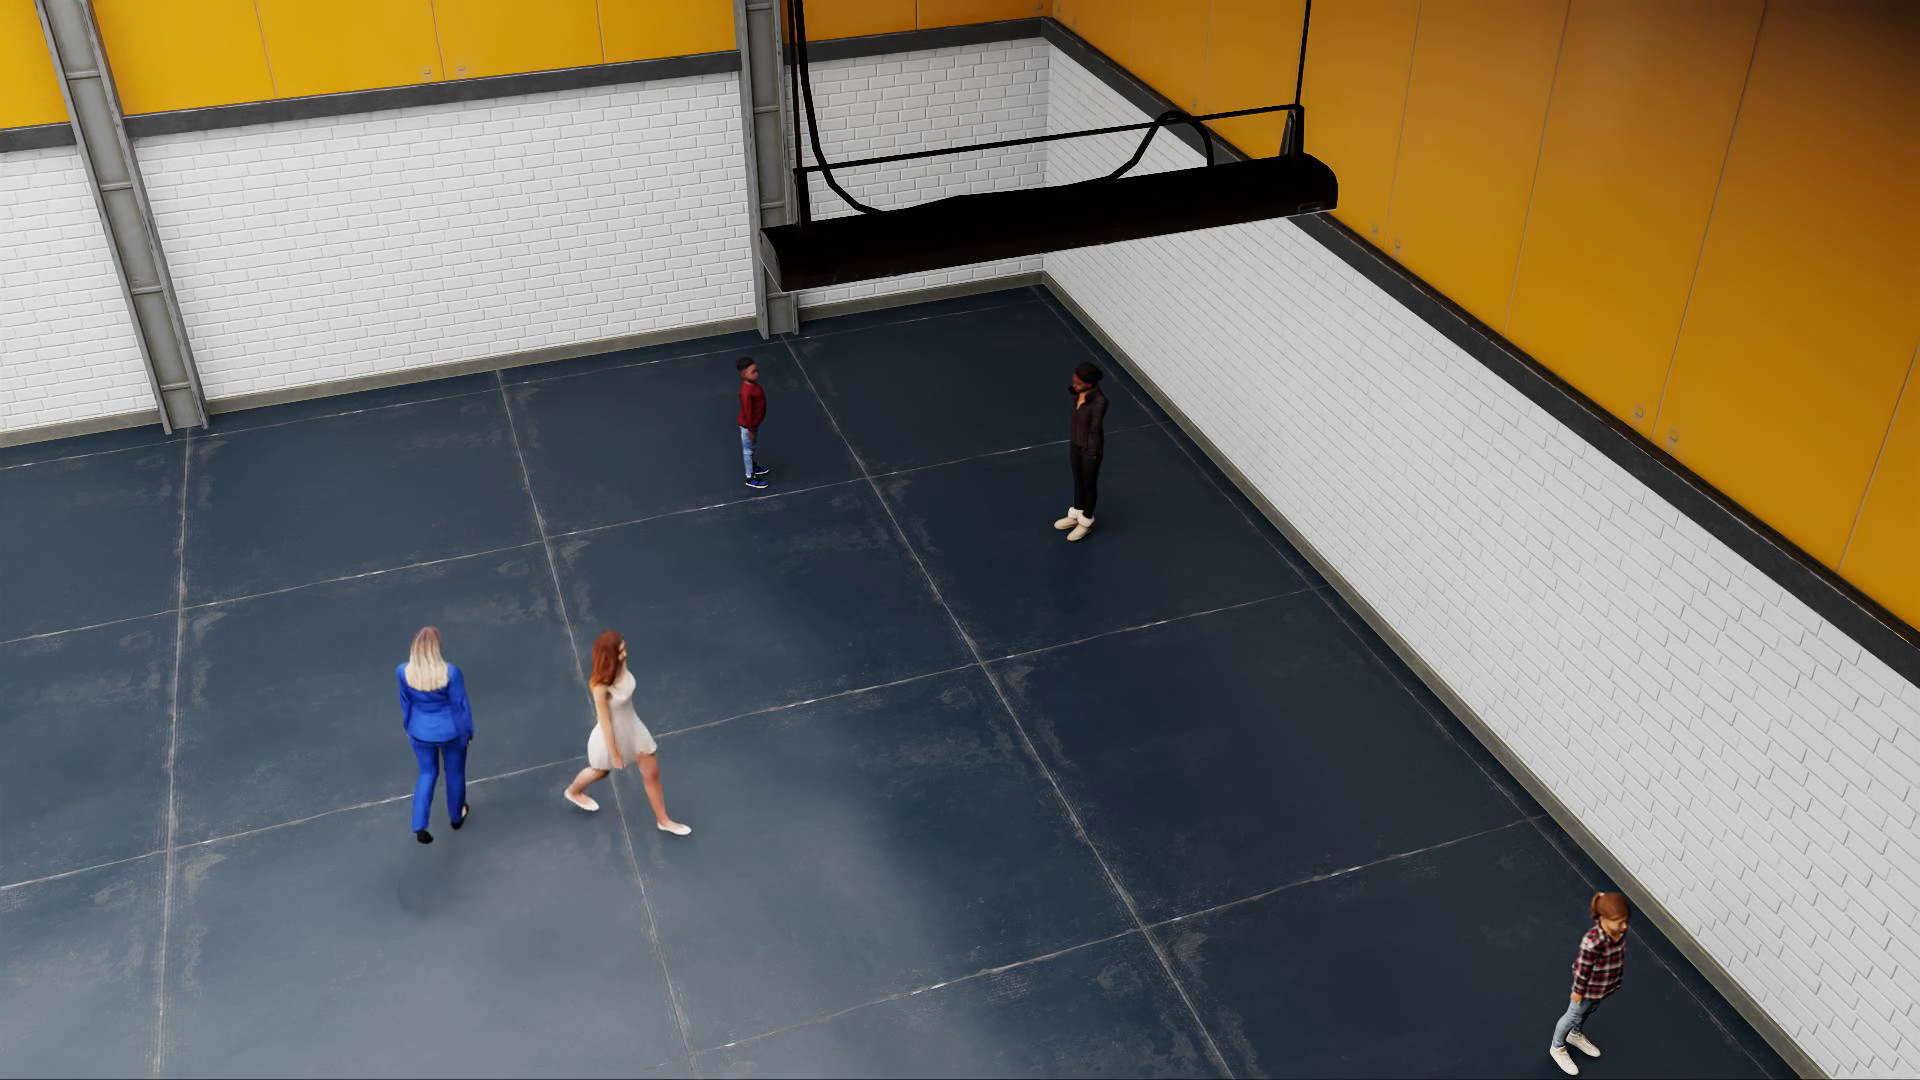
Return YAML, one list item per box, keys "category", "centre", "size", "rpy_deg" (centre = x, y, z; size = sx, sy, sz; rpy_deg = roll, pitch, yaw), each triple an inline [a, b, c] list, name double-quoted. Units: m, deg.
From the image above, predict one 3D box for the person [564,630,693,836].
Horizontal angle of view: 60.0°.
- category: "person"
  centre: [-2.400, 1.305, 11.209]
  size: [1.186, 1.661, 1.102]
  rpy_deg: [13, 36, 19]

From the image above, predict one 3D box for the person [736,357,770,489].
- category: "person"
  centre: [-1.918, -1.096, 15.190]
  size: [0.569, 1.253, 0.561]
  rpy_deg: [-1, 34, -1]

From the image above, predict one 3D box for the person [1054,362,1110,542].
- category: "person"
  centre: [1.104, -0.803, 14.380]
  size: [0.669, 1.660, 0.618]
  rpy_deg: [-17, 37, -23]

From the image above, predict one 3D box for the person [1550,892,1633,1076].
- category: "person"
  centre: [3.683, 2.538, 9.675]
  size: [0.523, 1.305, 0.647]
  rpy_deg: [-22, 40, -30]

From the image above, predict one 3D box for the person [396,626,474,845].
- category: "person"
  centre: [-3.496, 1.365, 11.102]
  size: [0.890, 1.681, 0.888]
  rpy_deg: [0, 34, 1]
